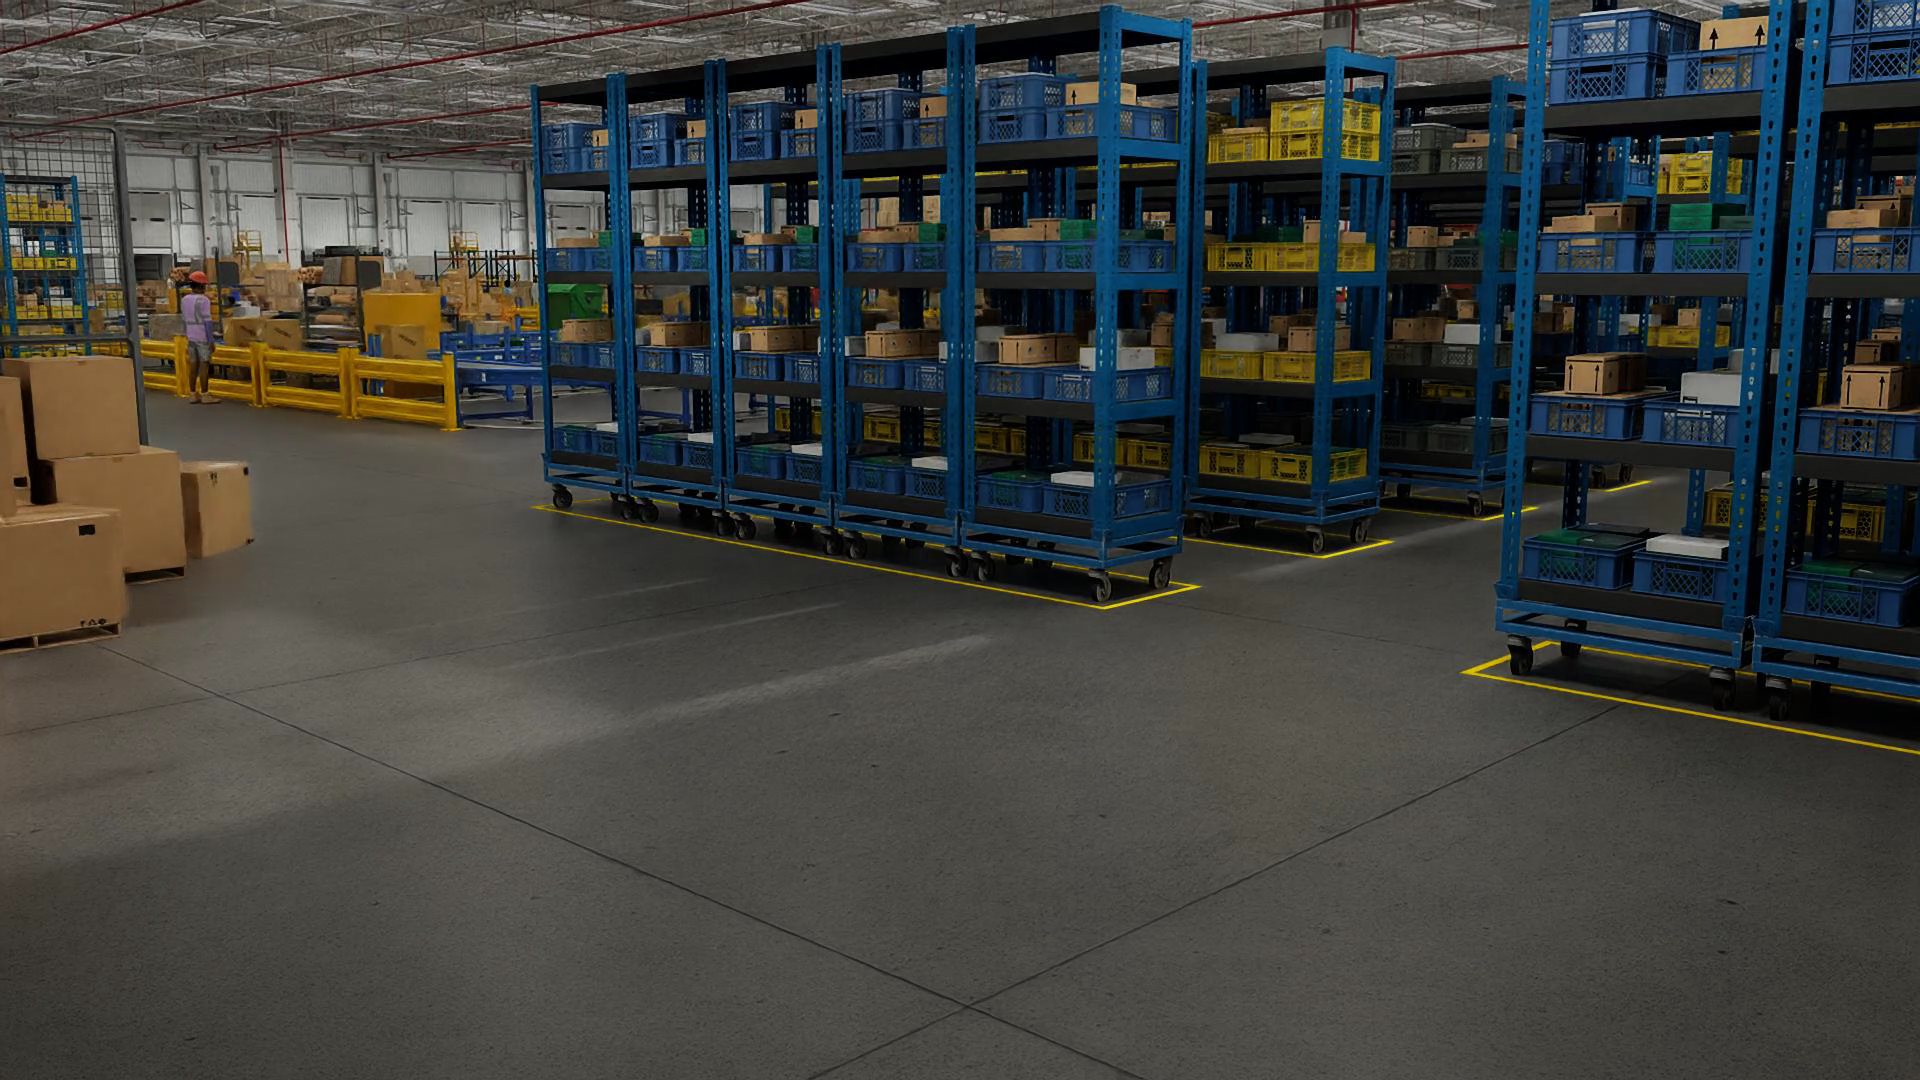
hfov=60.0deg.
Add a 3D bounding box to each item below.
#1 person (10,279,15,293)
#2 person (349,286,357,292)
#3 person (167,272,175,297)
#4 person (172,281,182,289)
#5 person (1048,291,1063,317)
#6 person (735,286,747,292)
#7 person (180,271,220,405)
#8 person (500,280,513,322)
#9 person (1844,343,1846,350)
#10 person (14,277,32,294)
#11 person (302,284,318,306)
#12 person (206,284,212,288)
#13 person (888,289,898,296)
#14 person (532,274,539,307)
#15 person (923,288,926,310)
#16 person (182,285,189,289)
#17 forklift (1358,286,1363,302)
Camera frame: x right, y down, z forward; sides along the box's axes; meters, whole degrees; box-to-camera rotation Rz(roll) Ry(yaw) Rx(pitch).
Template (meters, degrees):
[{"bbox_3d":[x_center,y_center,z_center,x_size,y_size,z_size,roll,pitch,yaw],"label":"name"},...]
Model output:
[{"bbox_3d":[-41.369,-10.713,72.481,0.393,1.946,0.617,-7,12,-37],"label":"person"},{"bbox_3d":[-24.619,-9.904,67.802,0.679,1.852,0.930,-5,10,-26],"label":"person"},{"bbox_3d":[-32.727,-10.160,69.120,0.374,1.939,0.629,-1,9,-6],"label":"person"},{"bbox_3d":[-32.058,-9.925,68.125,0.510,1.799,0.970,3,10,18],"label":"person"},{"bbox_3d":[1.104,-2.227,20.949,0.936,1.797,0.581,-7,12,-38],"label":"person"},{"bbox_3d":[-8.521,-9.388,64.072,0.694,2.000,1.020,0,9,-2],"label":"person"},{"bbox_3d":[-11.630,-3.086,25.481,0.602,2.035,0.415,6,11,31],"label":"person"},{"bbox_3d":[-15.862,-8.268,58.286,0.537,1.693,0.320,6,11,32],"label":"person"},{"bbox_3d":[16.687,-3.958,31.120,0.554,1.927,0.630,1,9,4],"label":"person"},{"bbox_3d":[-29.881,-7.541,53.114,0.389,1.930,0.540,9,13,44],"label":"person"},{"bbox_3d":[-23.553,-8.733,60.420,0.609,1.917,0.577,6,11,34],"label":"person"},{"bbox_3d":[-26.768,-8.446,58.898,0.564,1.842,0.790,7,11,35],"label":"person"},{"bbox_3d":[-2.380,-8.651,59.692,0.377,1.995,0.611,4,10,21],"label":"person"},{"bbox_3d":[-15.832,-8.985,62.111,0.513,1.877,0.328,7,12,38],"label":"person"},{"bbox_3d":[-1.292,-8.024,56.980,0.526,1.618,0.374,-7,11,-35],"label":"person"},{"bbox_3d":[-34.305,-10.824,73.531,0.444,1.824,0.647,0,9,2],"label":"person"},{"bbox_3d":[11.100,-7.017,46.970,1.873,2.768,1.129,9,13,43],"label":"forklift"}]
